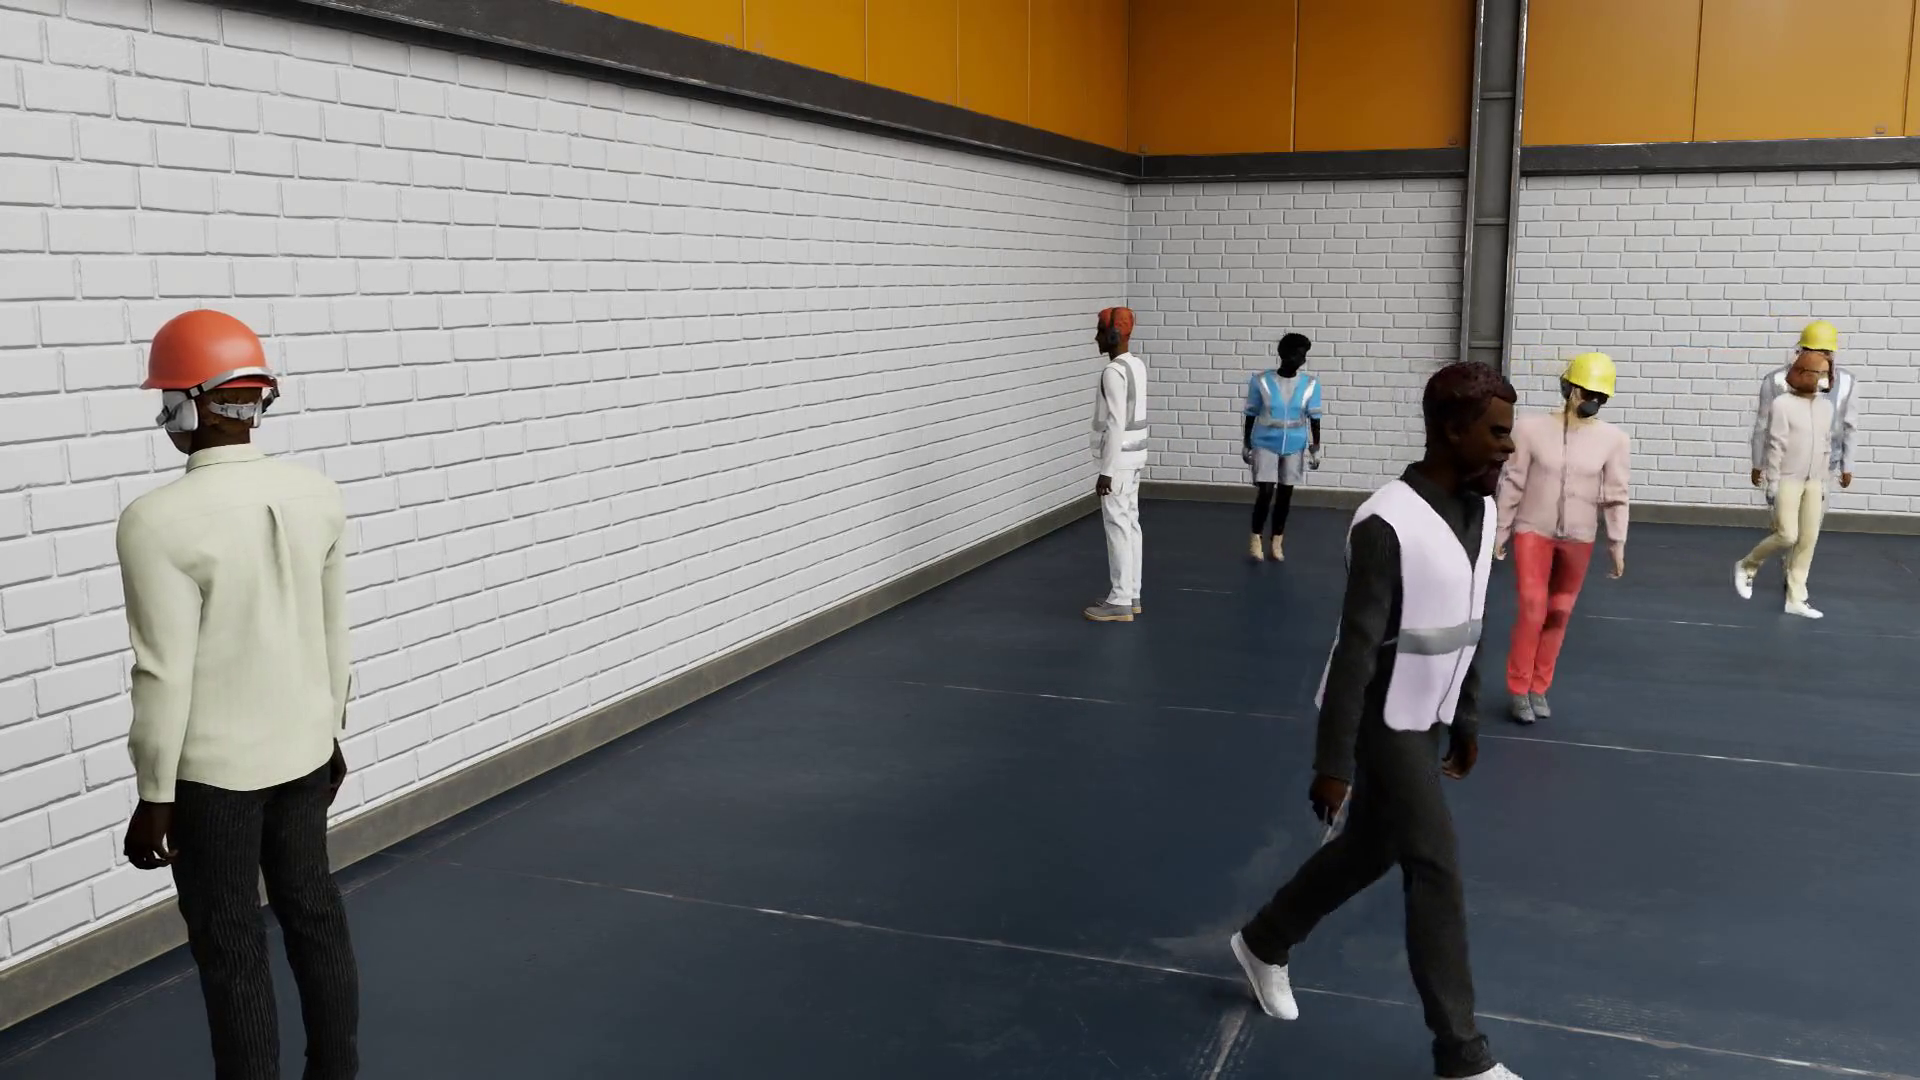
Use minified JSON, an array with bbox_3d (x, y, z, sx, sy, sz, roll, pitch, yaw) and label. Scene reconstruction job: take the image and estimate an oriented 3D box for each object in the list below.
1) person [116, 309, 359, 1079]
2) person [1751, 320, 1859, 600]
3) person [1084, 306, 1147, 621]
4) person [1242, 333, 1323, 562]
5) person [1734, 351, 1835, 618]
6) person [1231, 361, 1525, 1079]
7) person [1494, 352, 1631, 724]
[{"bbox_3d":[-1.628,0.484,3.759,0.388,1.992,0.625,3,10,20],"label":"person"},{"bbox_3d":[5.486,-0.537,10.842,0.612,1.798,0.736,2,9,14],"label":"person"},{"bbox_3d":[0.948,-0.455,10.002,0.341,1.883,0.587,3,10,20],"label":"person"},{"bbox_3d":[2.303,-0.659,11.934,0.549,1.661,0.489,-1,9,-3],"label":"person"},{"bbox_3d":[5.060,-0.349,10.144,0.512,1.617,0.466,-3,10,-20],"label":"person"},{"bbox_3d":[1.090,0.466,4.310,0.975,1.869,0.645,7,12,39],"label":"person"},{"bbox_3d":[2.758,-0.002,7.645,0.551,1.717,0.553,1,9,9],"label":"person"}]
